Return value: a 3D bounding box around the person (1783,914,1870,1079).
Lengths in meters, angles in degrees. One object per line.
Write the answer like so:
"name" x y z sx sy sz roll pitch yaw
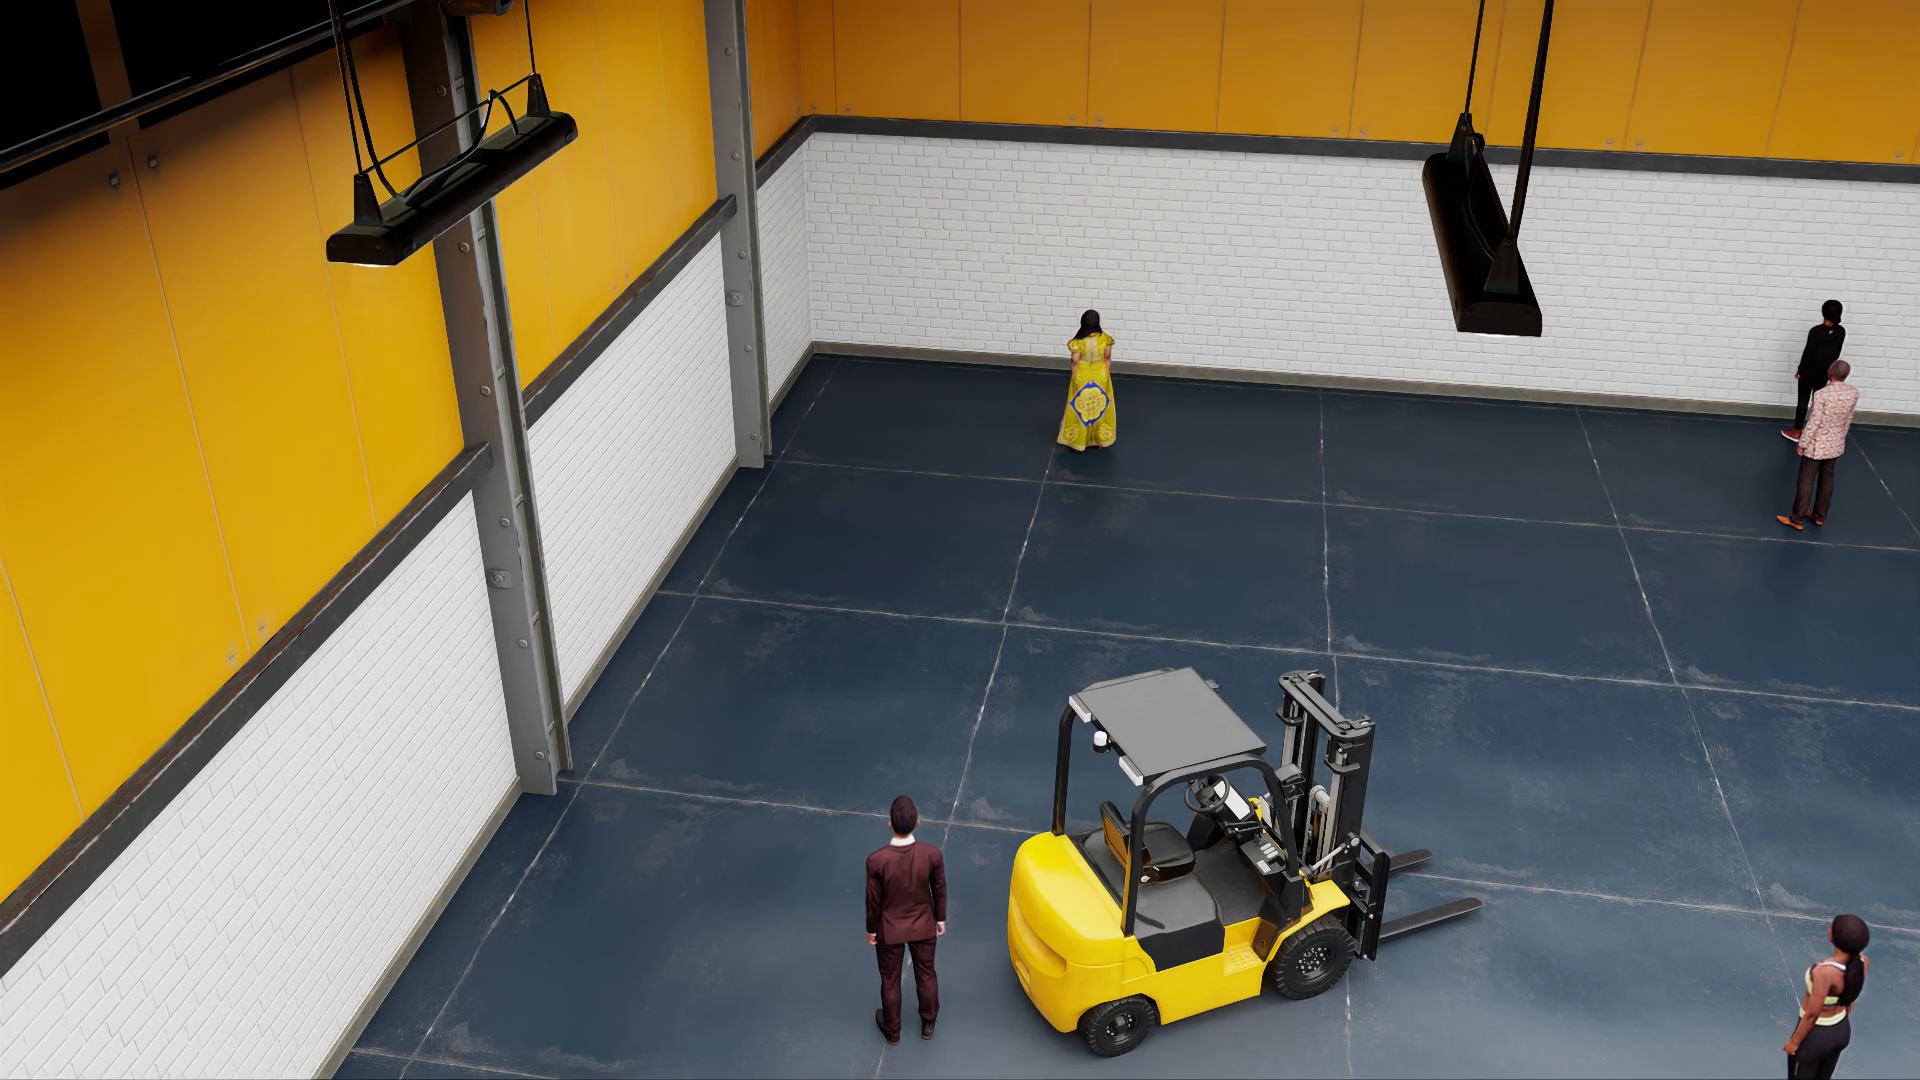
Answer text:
"person" 5.058 2.921 9.770 0.644 1.753 0.664 -11 31 -20

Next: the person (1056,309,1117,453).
"person" 1.443 -1.780 18.485 0.974 1.661 0.951 -6 29 -12

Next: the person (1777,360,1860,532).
"person" 8.733 -0.966 16.839 0.777 1.807 0.753 -8 30 -14

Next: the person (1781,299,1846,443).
"person" 9.640 -1.911 18.711 0.647 1.674 0.599 -3 29 -5

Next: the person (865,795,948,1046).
"person" -0.345 2.426 10.561 0.761 1.864 0.729 -6 29 -11
